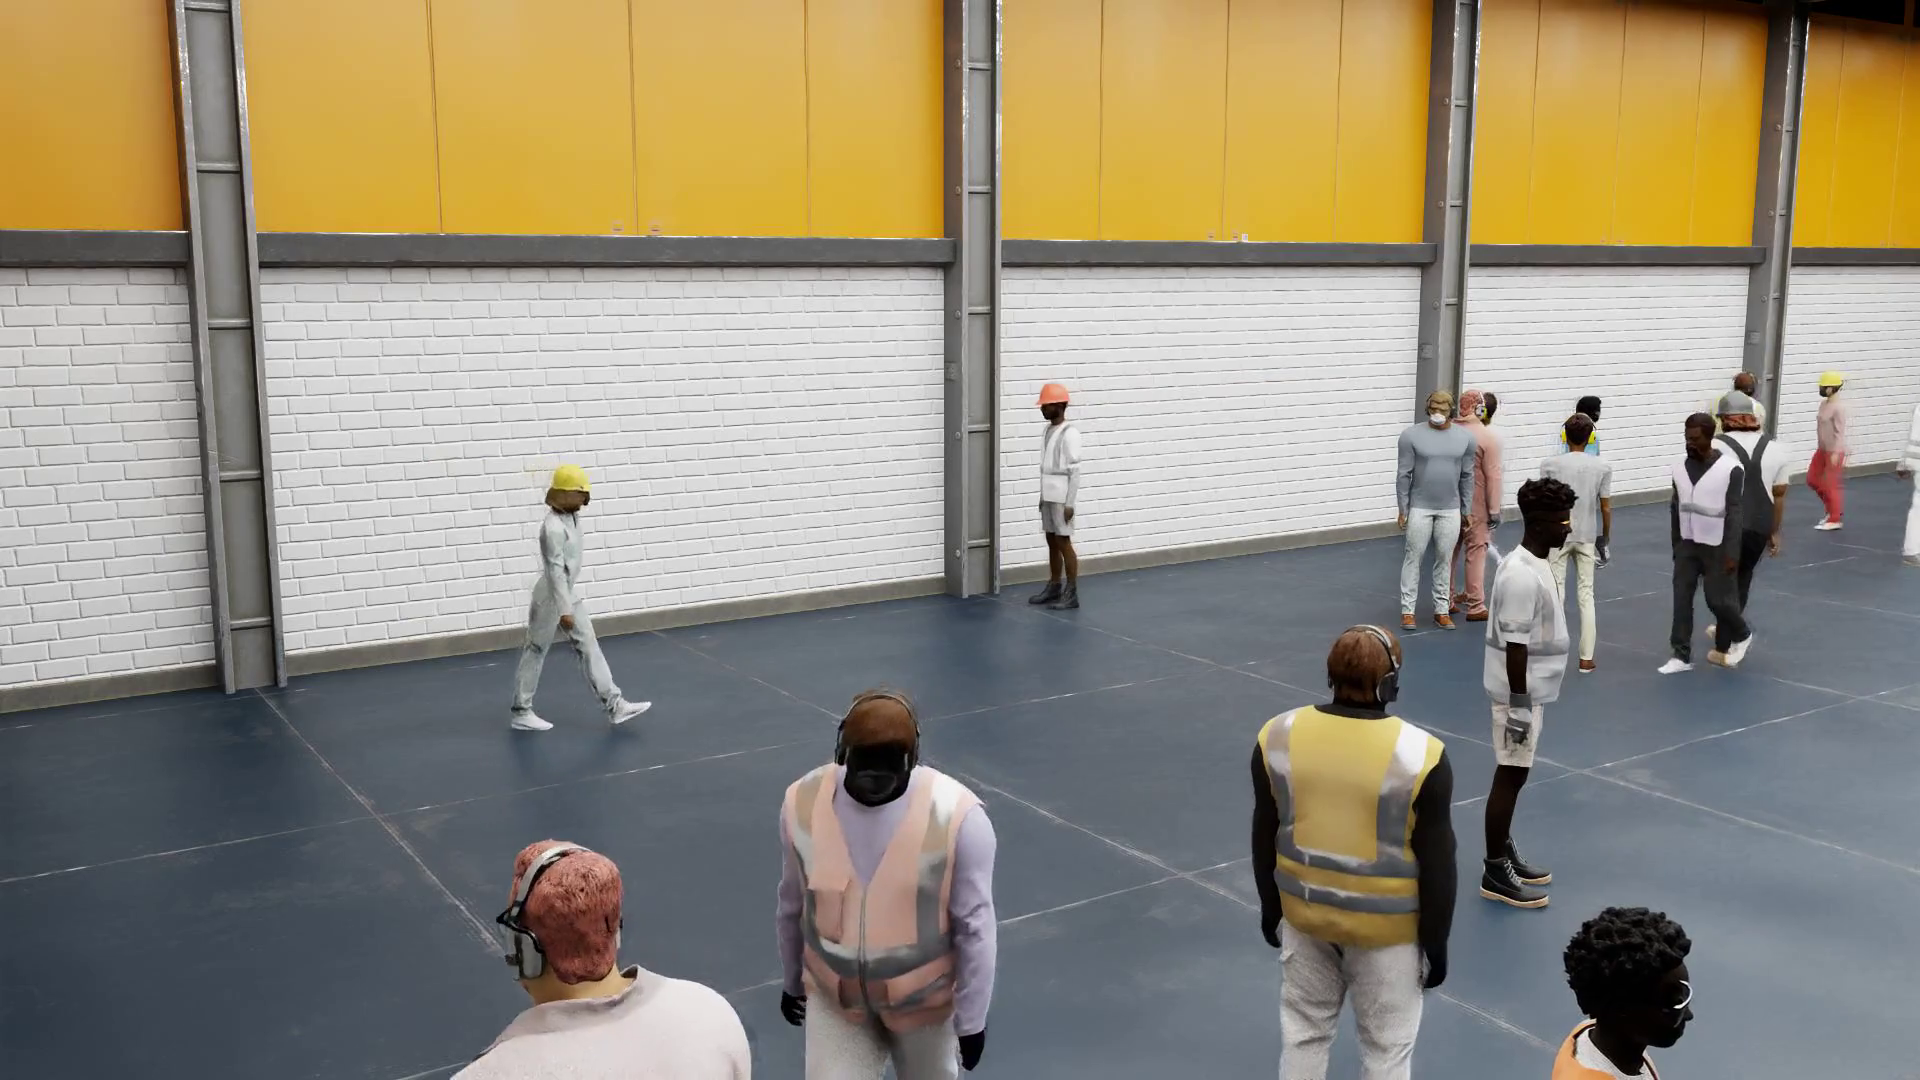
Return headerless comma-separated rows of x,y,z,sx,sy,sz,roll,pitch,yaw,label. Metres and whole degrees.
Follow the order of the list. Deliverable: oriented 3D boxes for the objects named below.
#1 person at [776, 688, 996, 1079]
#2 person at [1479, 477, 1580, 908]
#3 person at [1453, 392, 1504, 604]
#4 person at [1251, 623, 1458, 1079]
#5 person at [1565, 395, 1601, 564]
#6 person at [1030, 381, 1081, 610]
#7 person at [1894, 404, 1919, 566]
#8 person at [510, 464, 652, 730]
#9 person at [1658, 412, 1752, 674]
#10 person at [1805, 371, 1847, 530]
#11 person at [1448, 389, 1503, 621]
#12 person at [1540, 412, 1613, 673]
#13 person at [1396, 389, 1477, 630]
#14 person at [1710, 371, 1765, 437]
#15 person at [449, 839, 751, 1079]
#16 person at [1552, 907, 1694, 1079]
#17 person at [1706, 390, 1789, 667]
-0.209,1.261,4.699,0.664,1.790,0.980,2,10,11,person
2.602,0.679,7.643,0.368,1.961,0.613,4,10,23,person
4.451,-0.343,14.130,0.525,1.856,0.547,8,12,41,person
1.209,1.163,5.103,0.632,1.841,0.429,6,11,33,person
5.909,-0.571,16.066,0.708,1.673,0.538,0,9,2,person
0.802,-0.374,14.079,0.375,1.934,0.552,-4,10,-22,person
9.473,-0.677,16.222,0.512,1.848,0.707,1,9,5,person
-2.407,0.369,10.319,0.917,1.682,0.500,1,9,6,person
5.375,0.020,11.864,0.703,1.889,0.608,-5,11,-28,person
9.506,-0.977,18.211,0.402,1.753,0.566,1,9,5,person
4.176,-0.288,13.657,0.410,1.905,0.641,-7,12,-36,person
4.381,0.018,11.914,0.530,1.869,0.311,2,10,13,person
3.789,-0.241,13.278,0.627,1.936,0.374,0,9,1,person
8.006,-0.841,17.246,0.746,1.823,0.639,-5,11,-29,person
-0.769,1.471,3.149,0.916,1.865,0.670,8,12,39,person
1.270,1.535,3.292,0.315,1.695,0.541,4,10,20,person
5.665,-0.138,12.338,0.691,2.000,0.969,-1,9,-4,person
